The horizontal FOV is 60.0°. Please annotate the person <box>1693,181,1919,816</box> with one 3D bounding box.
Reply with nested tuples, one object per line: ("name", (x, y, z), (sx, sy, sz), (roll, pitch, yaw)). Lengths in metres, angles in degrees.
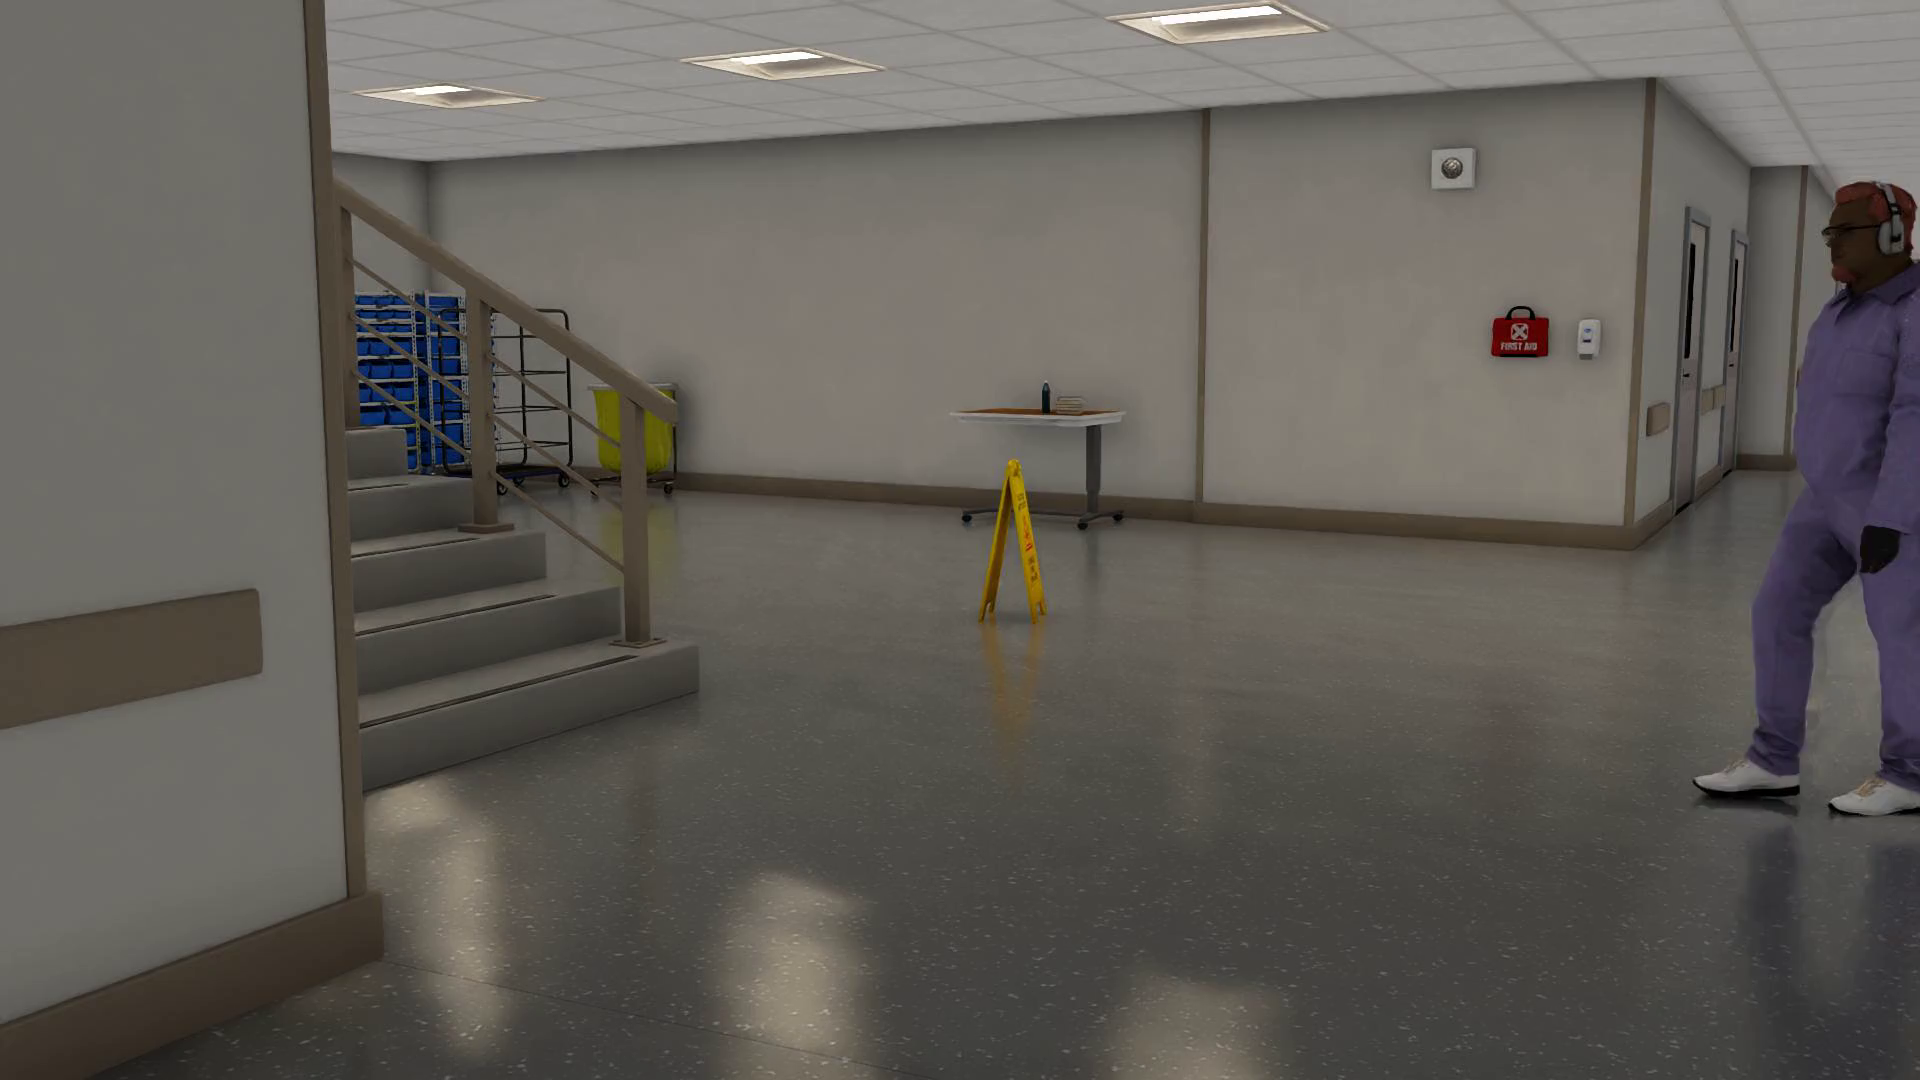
("person", (2.583, -0.102, 4.927), (0.776, 1.878, 0.671), (0, 7, -4))
